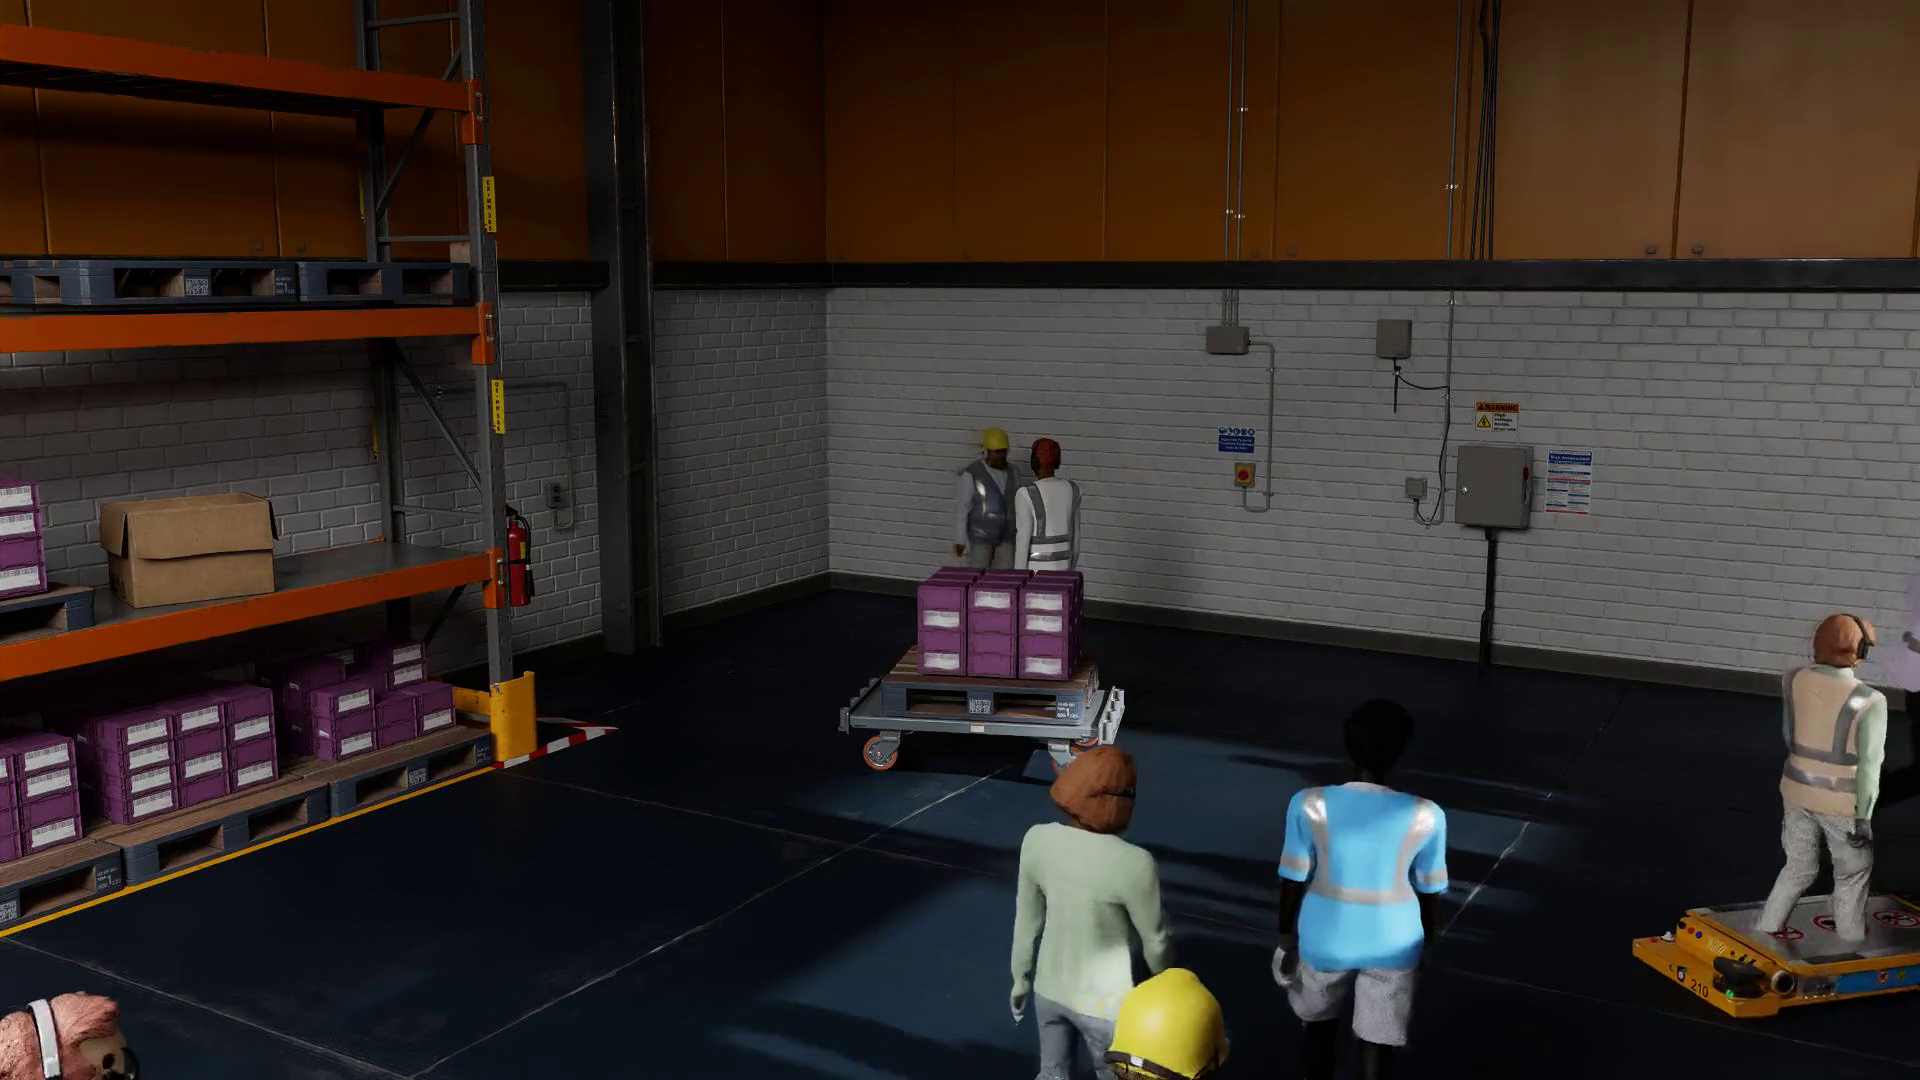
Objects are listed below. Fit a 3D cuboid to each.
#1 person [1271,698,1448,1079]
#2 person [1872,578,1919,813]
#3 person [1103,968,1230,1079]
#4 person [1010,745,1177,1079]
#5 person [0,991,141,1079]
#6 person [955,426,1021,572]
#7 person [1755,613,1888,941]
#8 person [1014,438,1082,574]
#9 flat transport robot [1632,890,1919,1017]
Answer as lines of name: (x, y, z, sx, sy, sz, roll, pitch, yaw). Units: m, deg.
person: (1.316, 1.333, 5.507, 0.555, 1.640, 0.861, 2, 9, 13)
person: (4.852, 0.758, 8.403, 0.768, 1.890, 0.604, 3, 10, 20)
person: (0.412, 1.657, 3.237, 0.548, 1.716, 0.908, 8, 12, 40)
person: (0.440, 1.408, 5.189, 0.522, 1.600, 0.426, 8, 12, 42)
person: (-1.500, 1.660, 2.731, 0.594, 1.885, 0.657, -8, 12, -42)
person: (0.212, -0.068, 13.789, 0.625, 1.802, 0.686, -5, 11, -30)
person: (3.641, 1.109, 7.044, 0.555, 1.619, 0.529, -4, 10, -24)
person: (0.603, 0.218, 11.751, 0.583, 1.882, 0.350, -7, 11, -37)
flat transport robot: (3.724, 1.757, 7.158, 1.431, 0.197, 0.652, -2, 9, -14)
